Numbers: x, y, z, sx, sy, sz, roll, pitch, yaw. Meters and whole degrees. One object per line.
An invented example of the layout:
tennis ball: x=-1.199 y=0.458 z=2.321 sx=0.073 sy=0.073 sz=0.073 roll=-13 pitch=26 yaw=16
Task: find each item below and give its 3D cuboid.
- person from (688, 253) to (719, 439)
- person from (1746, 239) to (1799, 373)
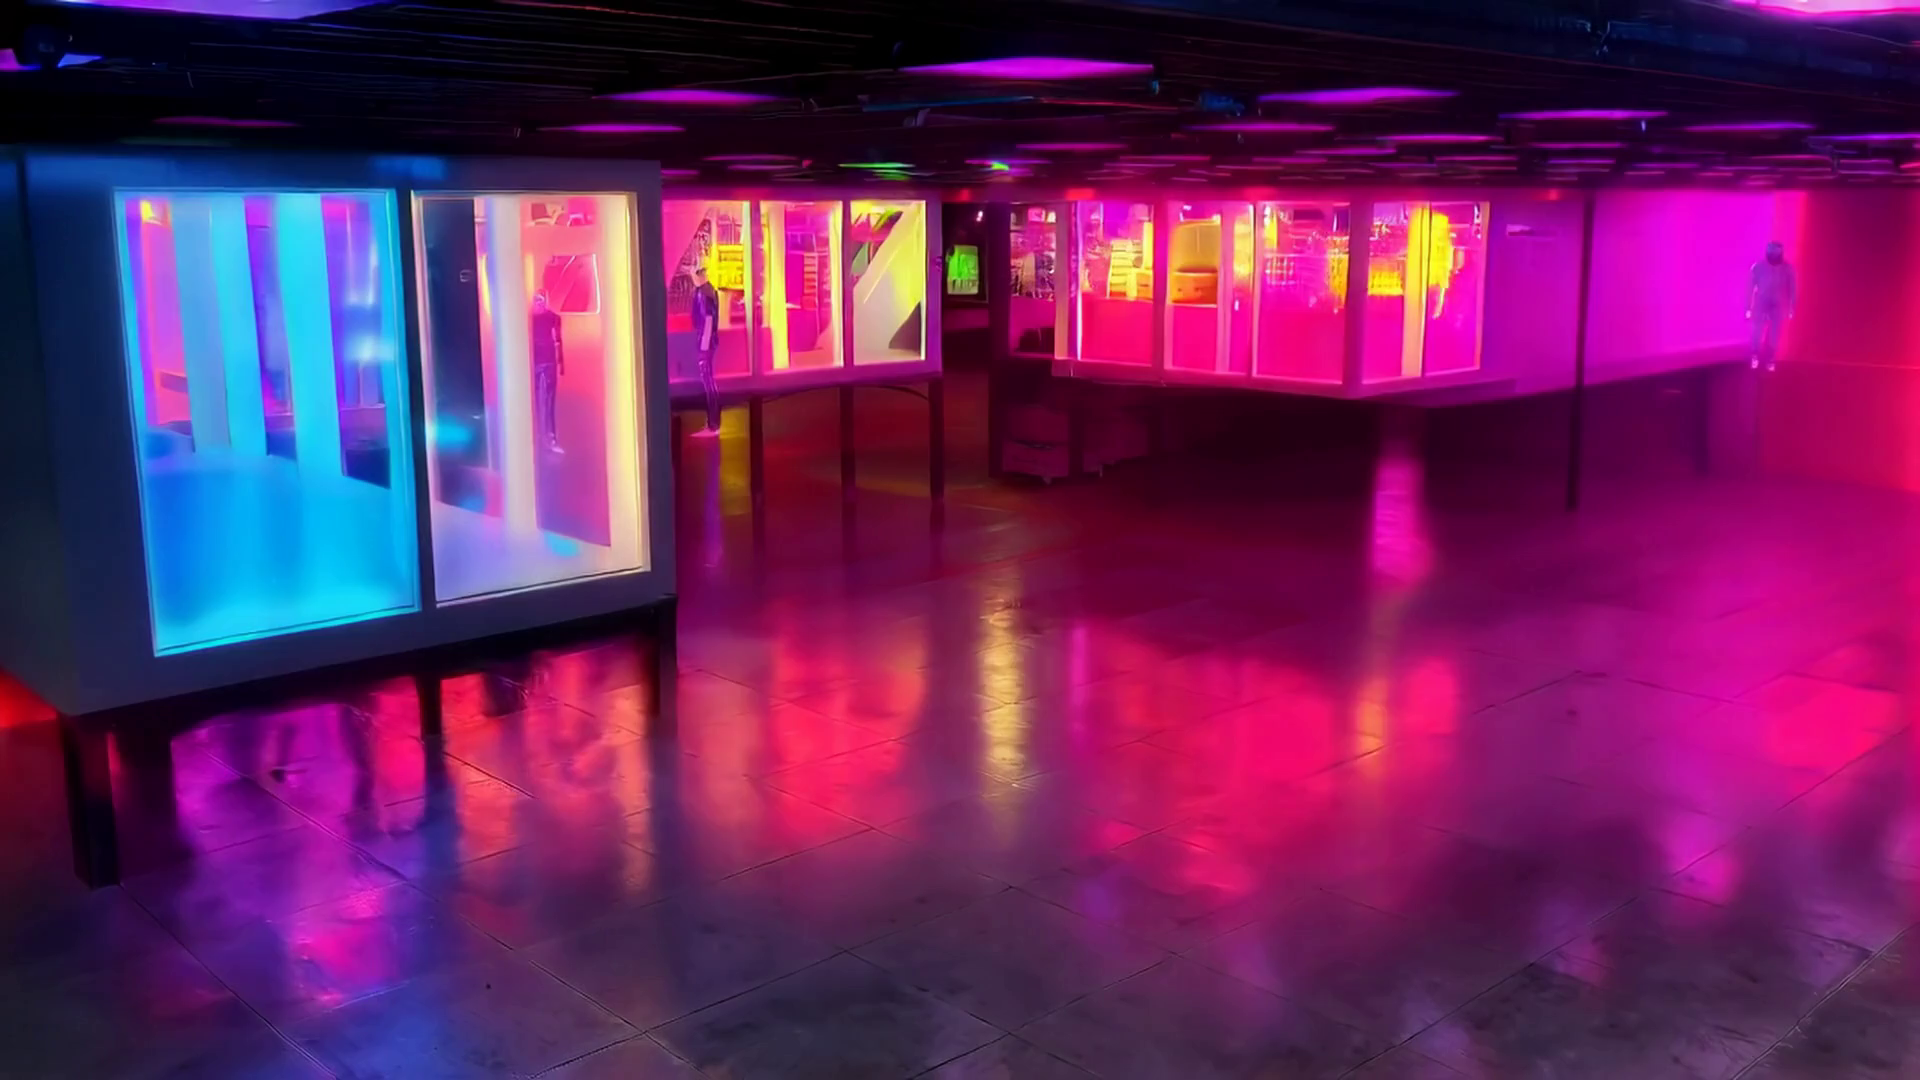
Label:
person: x=-2.608 y=-1.958 z=16.864 sx=0.328 sy=1.876 sz=0.514 roll=-1 pitch=11 yaw=-5
person: x=11.481 y=-3.301 z=23.550 sx=0.661 sy=1.884 sz=0.587 roll=6 pitch=13 yaw=26
